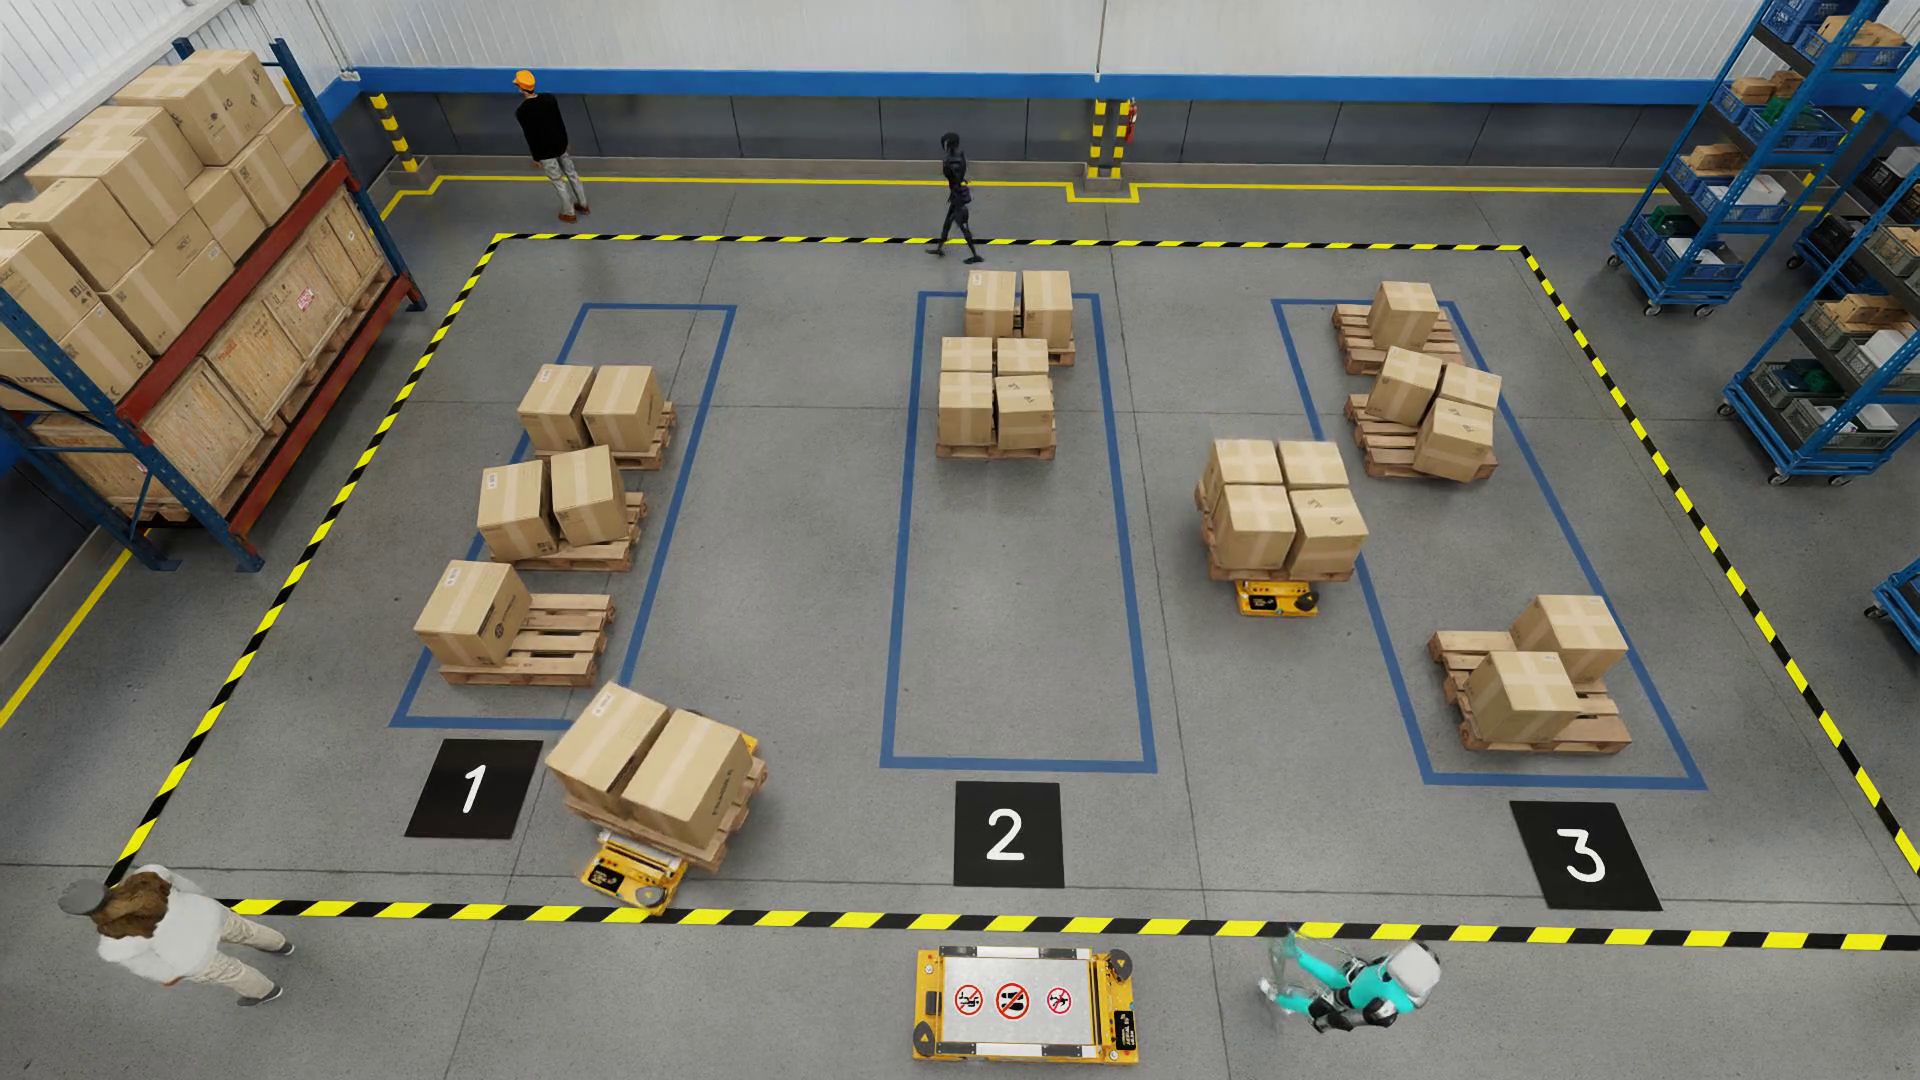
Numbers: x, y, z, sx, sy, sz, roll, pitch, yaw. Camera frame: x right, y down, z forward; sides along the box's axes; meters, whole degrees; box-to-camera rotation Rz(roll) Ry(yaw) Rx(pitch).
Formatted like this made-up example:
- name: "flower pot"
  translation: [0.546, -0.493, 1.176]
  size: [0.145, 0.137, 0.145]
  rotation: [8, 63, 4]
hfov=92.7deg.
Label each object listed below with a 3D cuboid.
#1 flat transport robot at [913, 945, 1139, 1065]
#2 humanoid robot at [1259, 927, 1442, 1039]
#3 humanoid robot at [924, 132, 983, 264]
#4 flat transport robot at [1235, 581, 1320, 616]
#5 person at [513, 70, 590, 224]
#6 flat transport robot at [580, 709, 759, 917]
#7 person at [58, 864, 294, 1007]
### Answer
- name: "flat transport robot"
  translation: [0.422, 3.041, 6.007]
  size: [1.431, 0.231, 0.659]
  rotation: [1, 51, 1]
- name: "humanoid robot"
  translation: [2.132, 2.589, 5.470]
  size: [0.540, 1.825, 0.836]
  rotation: [-33, 58, -24]
- name: "humanoid robot"
  translation: [-0.077, -4.015, 10.868]
  size: [0.745, 1.629, 0.612]
  rotation: [-7, 51, -6]
- name: "flat transport robot"
  translation: [2.809, 0.058, 8.421]
  size: [0.652, 0.197, 1.431]
  rotation: [1, 51, 1]
- name: "person"
  translation: [-5.101, -4.867, 11.411]
  size: [0.384, 1.884, 0.585]
  rotation: [26, 55, 19]
- name: "flat transport robot"
  translation: [-2.150, 1.982, 6.852]
  size: [0.652, 0.197, 1.431]
  rotation: [16, 53, 13]
- name: "person"
  translation: [-4.681, 2.405, 5.559]
  size: [0.401, 1.763, 0.561]
  rotation: [-4, 51, -4]
